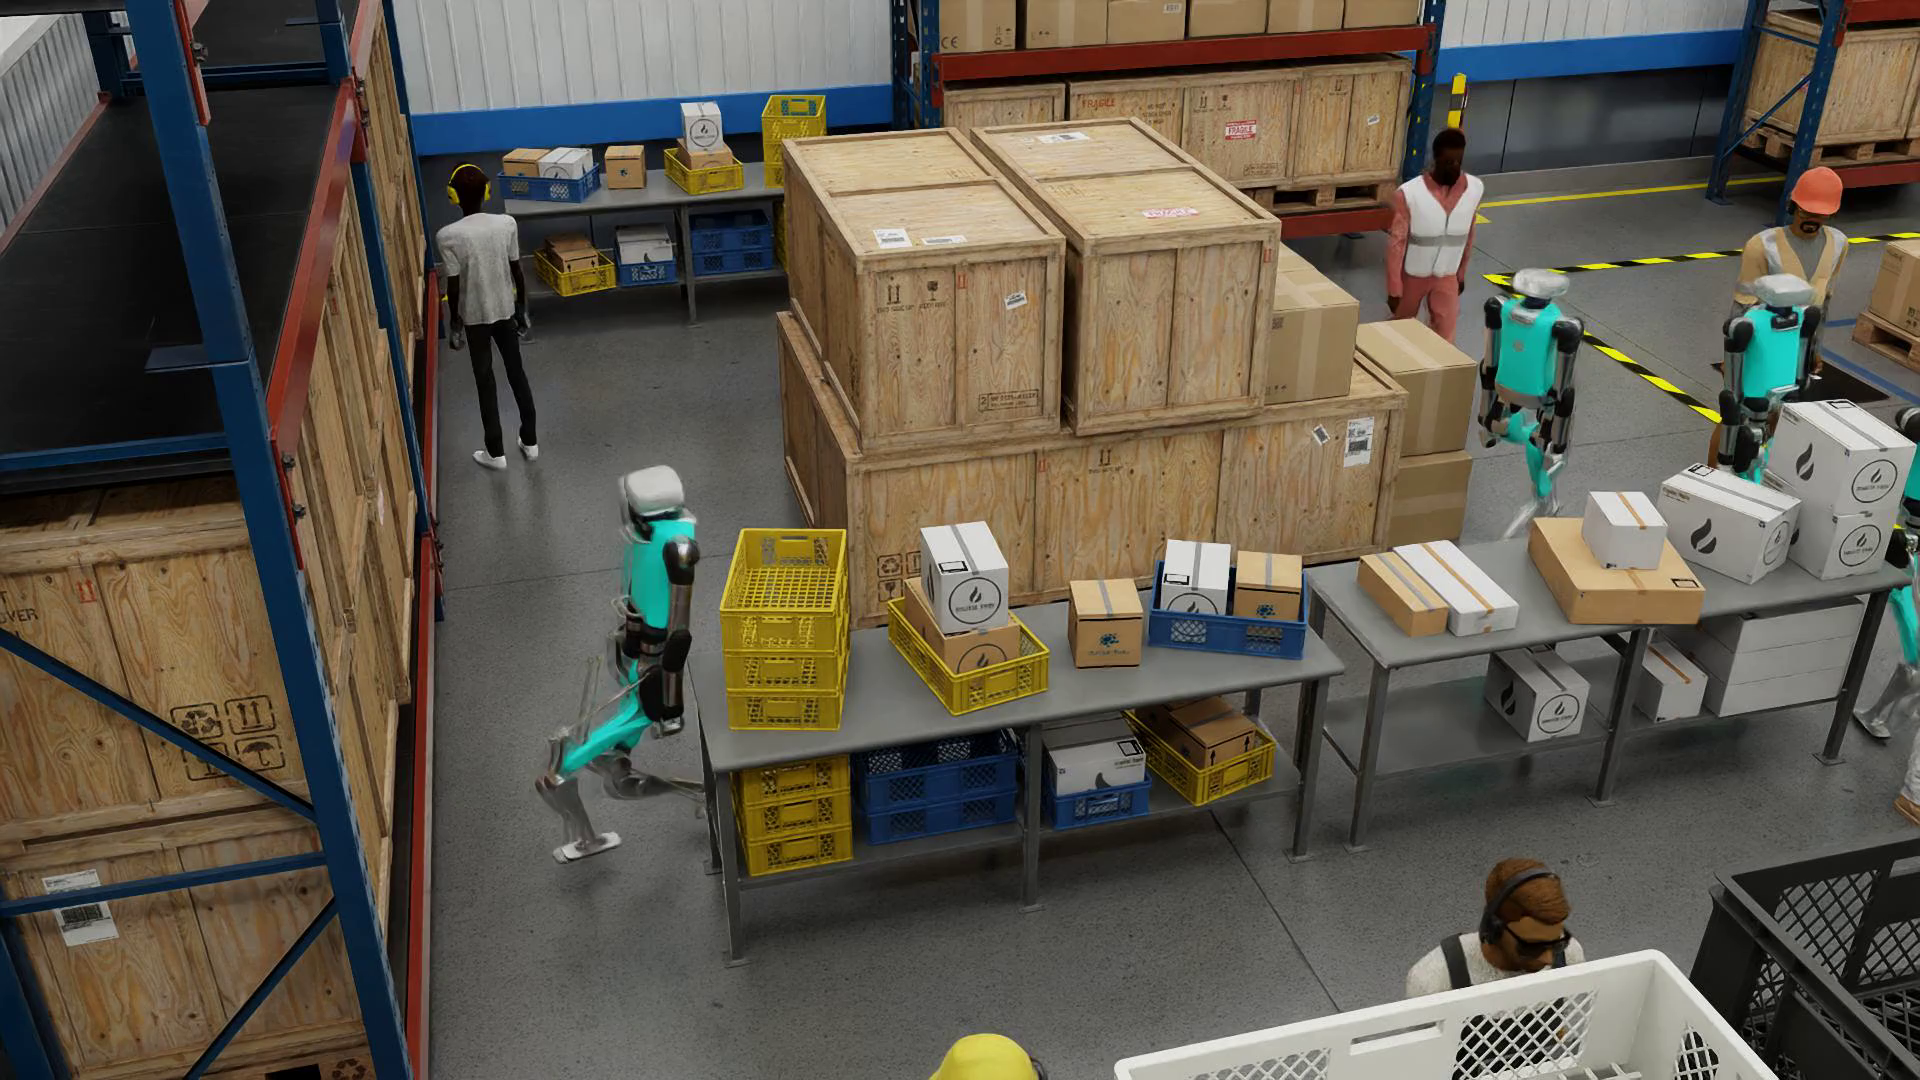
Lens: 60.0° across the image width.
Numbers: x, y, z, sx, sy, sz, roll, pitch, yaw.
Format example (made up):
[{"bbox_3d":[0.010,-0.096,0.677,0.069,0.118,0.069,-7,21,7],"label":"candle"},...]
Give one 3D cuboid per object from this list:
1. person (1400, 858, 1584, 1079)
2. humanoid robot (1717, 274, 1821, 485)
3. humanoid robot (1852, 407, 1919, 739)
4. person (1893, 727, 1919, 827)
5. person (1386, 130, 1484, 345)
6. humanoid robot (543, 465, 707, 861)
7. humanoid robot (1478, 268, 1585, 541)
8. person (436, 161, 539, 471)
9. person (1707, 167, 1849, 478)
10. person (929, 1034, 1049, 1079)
[{"bbox_3d":[1.404,1.598,4.597,0.502,1.835,0.354,-8,30,-15],"label":"person"},{"bbox_3d":[4.148,-0.339,8.299,0.554,1.848,0.889,-10,30,-18],"label":"humanoid robot"},{"bbox_3d":[4.324,0.156,7.309,0.548,1.794,0.669,-5,29,-8],"label":"humanoid robot"},{"bbox_3d":[4.285,0.379,6.812,0.629,1.835,0.429,-15,32,-26],"label":"person"},{"bbox_3d":[2.953,-1.632,10.422,0.618,1.858,1.014,-5,29,-9],"label":"person"},{"bbox_3d":[-1.368,0.576,6.571,1.052,1.737,0.535,-14,32,-24],"label":"humanoid robot"},{"bbox_3d":[3.140,-0.657,8.841,1.026,1.773,0.530,-22,36,-34],"label":"humanoid robot"},{"bbox_3d":[-2.785,-1.301,9.839,0.521,1.881,0.404,-22,36,-34],"label":"person"},{"bbox_3d":[4.531,-1.066,9.217,0.614,2.040,0.372,-6,29,-11],"label":"person"},{"bbox_3d":[0.081,1.888,4.139,0.326,1.765,0.524,-16,33,-27],"label":"person"}]
